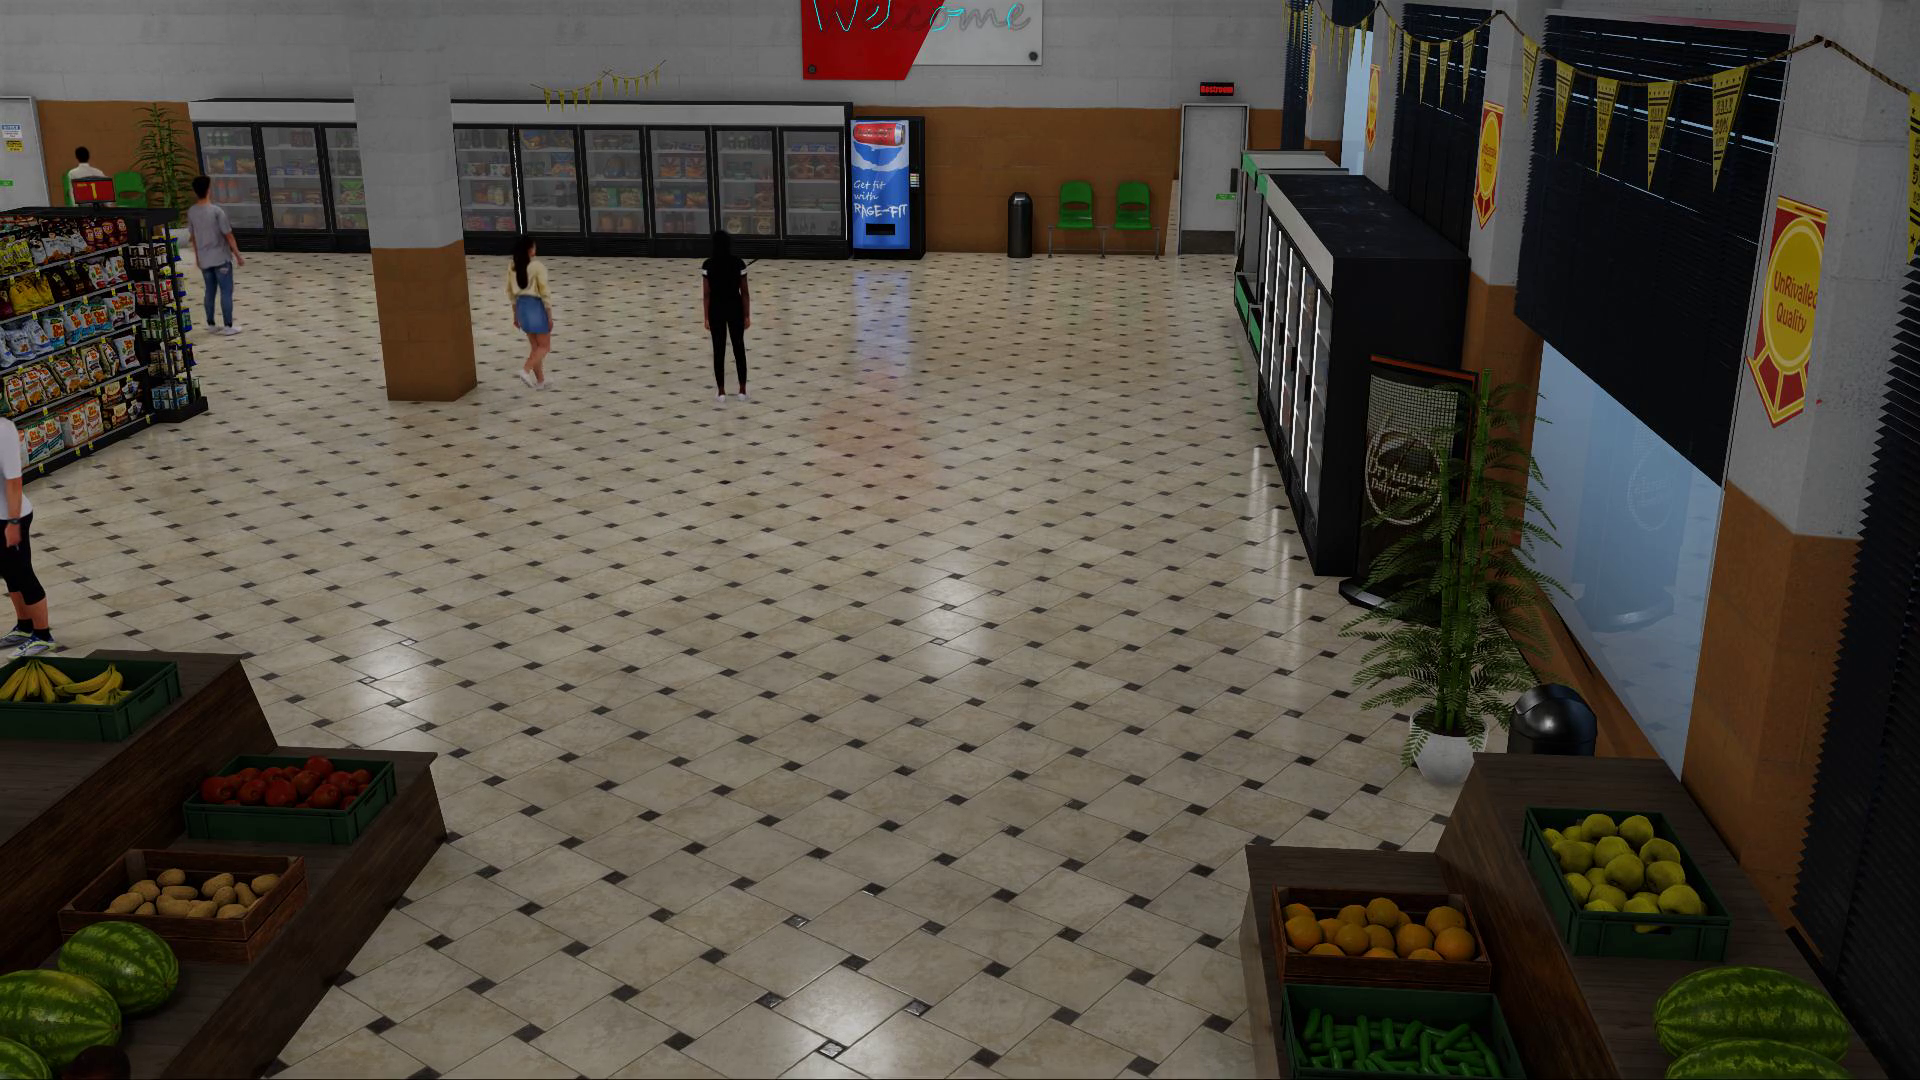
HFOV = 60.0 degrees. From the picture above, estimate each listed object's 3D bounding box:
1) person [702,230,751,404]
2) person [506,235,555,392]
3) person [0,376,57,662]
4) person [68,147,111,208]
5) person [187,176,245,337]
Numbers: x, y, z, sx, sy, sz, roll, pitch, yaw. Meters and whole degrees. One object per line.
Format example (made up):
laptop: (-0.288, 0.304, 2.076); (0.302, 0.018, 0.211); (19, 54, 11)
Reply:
person: (-2.357, -2.260, 16.787); (0.668, 1.730, 0.630); (-3, 19, -9)
person: (-4.419, -2.289, 17.047); (0.799, 1.619, 0.972); (7, 20, 21)
person: (-5.980, -0.178, 10.422); (0.755, 1.851, 0.788); (17, 25, 41)
person: (-12.558, -4.739, 24.082); (1.105, 1.767, 1.207); (-13, 23, -34)
person: (-8.924, -3.380, 19.870); (0.729, 1.882, 0.692); (4, 19, 13)
